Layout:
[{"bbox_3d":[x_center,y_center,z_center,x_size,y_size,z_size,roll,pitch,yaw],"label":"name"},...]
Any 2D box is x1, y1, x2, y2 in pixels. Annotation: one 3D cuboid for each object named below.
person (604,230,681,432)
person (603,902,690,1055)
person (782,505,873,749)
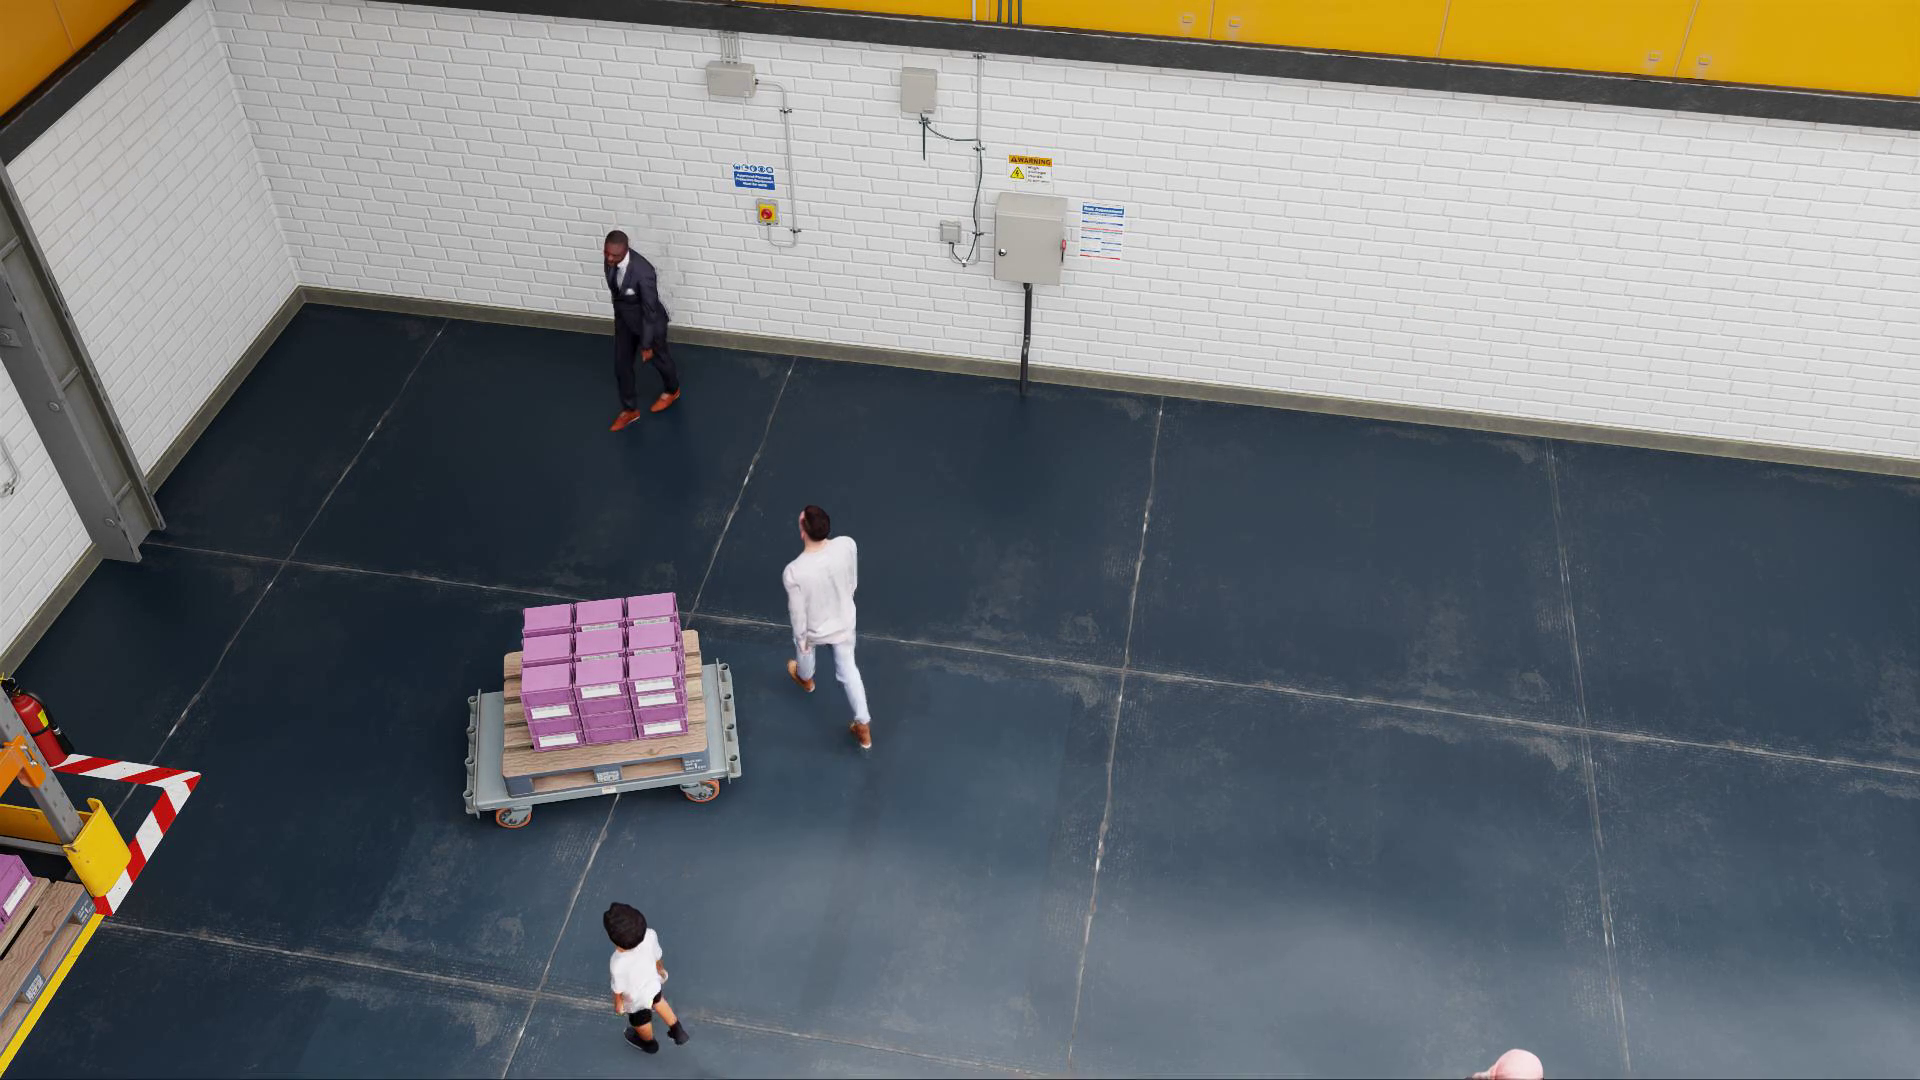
[{"bbox_3d":[-2.369,-1.663,12.477,0.959,1.779,1.073,34,53,30],"label":"person"},{"bbox_3d":[-1.630,2.335,8.664,0.652,1.250,0.622,22,48,22],"label":"person"},{"bbox_3d":[-0.766,0.532,10.156,1.142,1.802,1.264,-21,48,-21],"label":"person"}]
